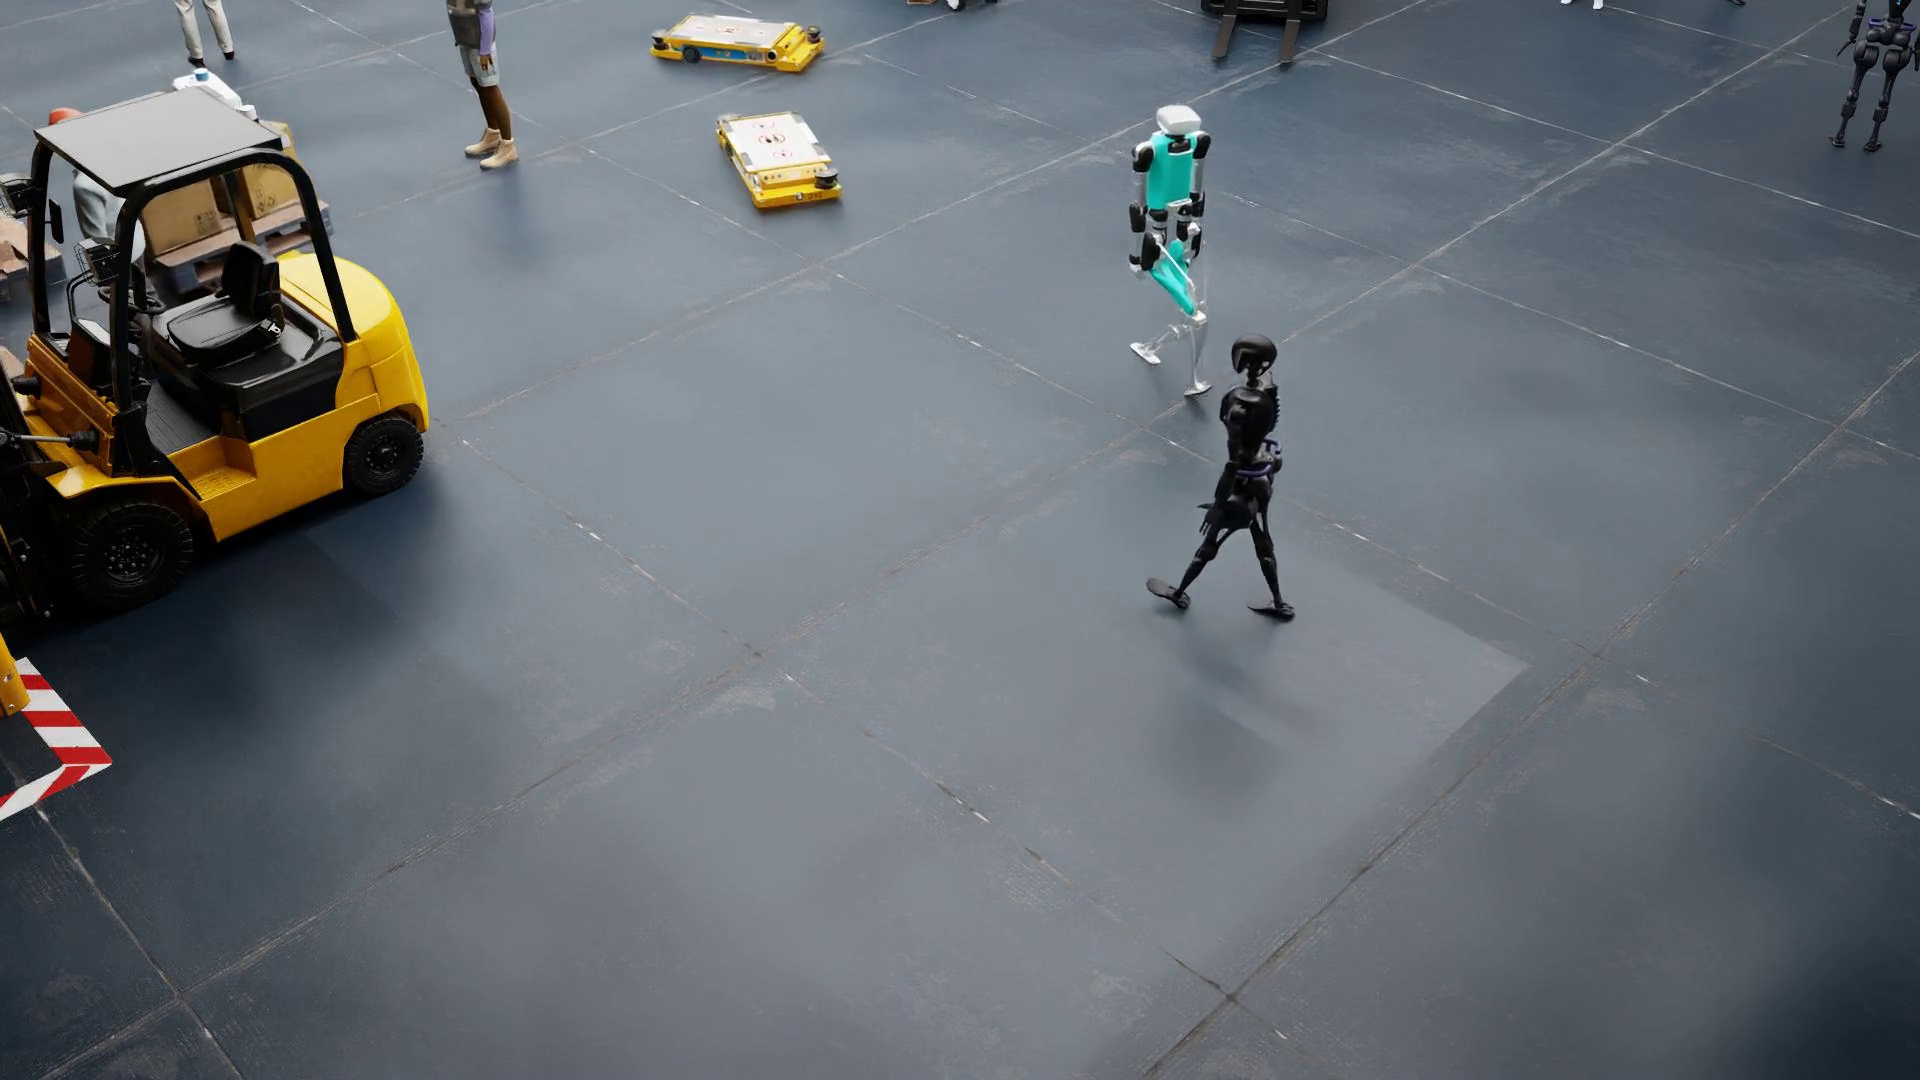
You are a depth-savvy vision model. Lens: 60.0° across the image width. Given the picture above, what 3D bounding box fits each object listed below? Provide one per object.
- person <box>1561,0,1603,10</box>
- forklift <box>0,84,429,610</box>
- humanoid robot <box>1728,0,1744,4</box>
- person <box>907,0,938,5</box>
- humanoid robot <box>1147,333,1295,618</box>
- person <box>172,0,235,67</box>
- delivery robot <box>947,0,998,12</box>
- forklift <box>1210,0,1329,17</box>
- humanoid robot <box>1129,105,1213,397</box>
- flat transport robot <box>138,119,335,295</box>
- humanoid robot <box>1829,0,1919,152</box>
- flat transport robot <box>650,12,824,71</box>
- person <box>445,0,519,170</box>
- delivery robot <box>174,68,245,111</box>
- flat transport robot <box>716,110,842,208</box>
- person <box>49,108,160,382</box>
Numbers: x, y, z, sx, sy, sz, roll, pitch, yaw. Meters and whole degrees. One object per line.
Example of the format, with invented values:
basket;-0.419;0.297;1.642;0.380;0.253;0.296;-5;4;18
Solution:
person;6.080;-5.854;15.686;0.522;1.638;0.309;19;41;24
forklift;-4.145;-1.093;8.856;2.313;2.155;1.214;-31;47;-34
humanoid robot;7.519;-6.058;15.966;0.609;1.625;0.767;-10;38;-13
person;-0.412;-6.060;15.727;0.368;1.931;0.628;-13;39;-16
humanoid robot;1.374;-0.312;8.263;0.753;1.626;0.591;16;40;21
person;-6.748;-5.034;14.471;0.553;1.782;0.384;-23;42;-27
delivery robot;0.017;-5.454;16.075;0.499;0.614;0.791;-22;42;-27
forklift;3.106;-6.400;15.960;1.214;2.155;2.313;8;37;10
humanoid robot;1.399;-1.660;10.035;0.533;1.784;1.018;-20;41;-25
flat transport robot;-5.145;-1.994;11.665;1.431;0.231;0.659;27;44;31
humanoid robot;7.237;-3.896;13.023;0.599;1.657;0.315;17;40;22
flat transport robot;-2.011;-4.491;15.009;1.431;0.231;0.659;9;38;12
person;-3.728;-3.827;12.641;0.391;2.041;0.612;-21;42;-26
delivery robot;-6.054;-3.499;13.449;0.499;0.603;0.807;-25;43;-30
flat transport robot;-1.437;-3.004;13.018;0.659;0.231;1.431;-12;38;-15
person;-5.186;-1.803;10.181;0.350;1.740;0.573;-3;37;-4
